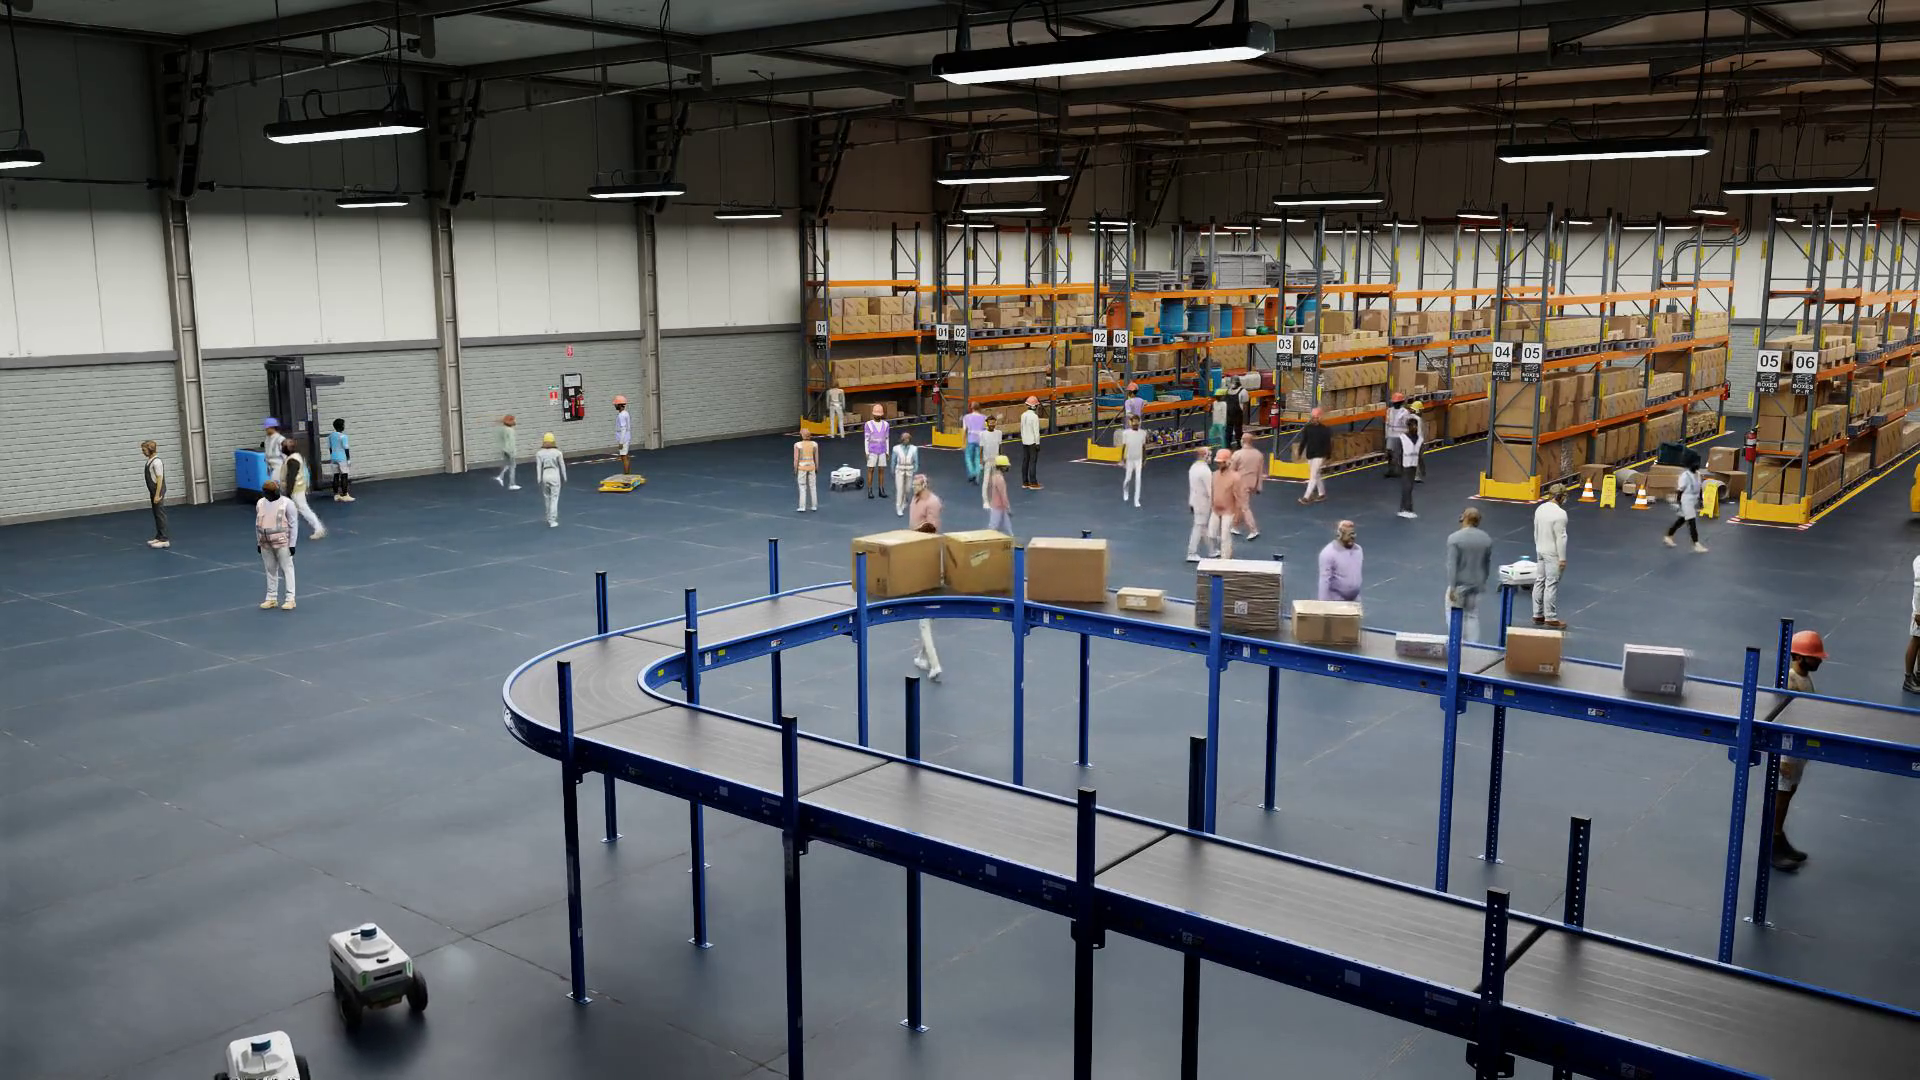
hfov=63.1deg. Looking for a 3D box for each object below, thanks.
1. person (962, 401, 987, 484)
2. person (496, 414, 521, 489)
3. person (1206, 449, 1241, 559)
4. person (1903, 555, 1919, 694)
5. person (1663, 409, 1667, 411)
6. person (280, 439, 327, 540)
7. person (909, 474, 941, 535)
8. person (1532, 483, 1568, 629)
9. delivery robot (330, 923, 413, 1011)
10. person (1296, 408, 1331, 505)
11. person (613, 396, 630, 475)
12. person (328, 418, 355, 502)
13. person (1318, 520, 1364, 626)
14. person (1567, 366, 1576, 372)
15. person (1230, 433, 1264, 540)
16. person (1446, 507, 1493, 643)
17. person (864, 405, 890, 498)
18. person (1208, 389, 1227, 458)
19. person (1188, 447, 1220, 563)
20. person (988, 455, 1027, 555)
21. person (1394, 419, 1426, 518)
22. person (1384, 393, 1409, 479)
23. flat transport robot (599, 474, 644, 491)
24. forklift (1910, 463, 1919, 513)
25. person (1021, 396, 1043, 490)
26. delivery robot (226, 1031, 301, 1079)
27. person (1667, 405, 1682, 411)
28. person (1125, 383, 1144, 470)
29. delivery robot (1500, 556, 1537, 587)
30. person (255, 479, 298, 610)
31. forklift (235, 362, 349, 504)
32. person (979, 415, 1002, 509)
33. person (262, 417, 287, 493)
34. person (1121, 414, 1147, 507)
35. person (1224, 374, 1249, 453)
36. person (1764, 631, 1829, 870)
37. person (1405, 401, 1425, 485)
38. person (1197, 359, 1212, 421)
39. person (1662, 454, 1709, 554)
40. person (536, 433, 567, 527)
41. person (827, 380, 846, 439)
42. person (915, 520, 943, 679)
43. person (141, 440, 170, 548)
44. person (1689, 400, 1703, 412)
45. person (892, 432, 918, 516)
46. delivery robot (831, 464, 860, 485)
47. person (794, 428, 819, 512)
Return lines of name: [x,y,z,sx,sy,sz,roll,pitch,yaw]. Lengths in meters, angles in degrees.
person: [0.319,-2.139,34.348,0.610,1.824,0.465,-3,10,-16]
person: [-9.675,-1.888,33.528,0.404,1.624,0.515,-8,13,-40]
person: [4.128,-0.447,24.416,0.466,1.982,0.617,-8,13,-39]
person: [11.002,0.772,17.698,0.543,1.926,0.384,-5,11,-27]
person: [20.385,-4.214,45.433,0.615,2.040,0.391,4,11,24]
person: [-11.609,-0.880,27.361,0.949,1.801,0.635,-5,11,-25]
person: [-0.462,-0.021,22.341,0.930,1.871,0.637,-8,13,-38]
person: [7.890,0.203,20.879,0.370,1.934,0.627,-2,10,-11]
delivery robot: [-3.861,2.756,10.245,0.477,0.478,0.707,-8,13,-38]
person: [7.161,-1.701,31.604,1.045,1.944,0.615,-8,13,-36]
person: [-7.443,-2.205,34.423,0.362,1.935,0.553,-1,10,-4]
person: [-12.610,-1.628,31.847,0.540,1.697,0.317,5,11,28]
person: [4.450,0.672,18.413,0.648,1.875,0.855,-5,11,-27]
person: [18.186,-4.304,46.534,0.595,1.836,0.994,6,12,29]
person: [5.044,-0.954,27.594,0.643,1.865,0.971,-6,12,-29]
person: [6.177,0.556,18.990,0.649,1.896,0.533,-3,10,-15]
person: [-1.704,-1.835,32.366,0.542,1.928,0.374,-4,11,-23]
person: [6.335,-2.863,38.632,0.621,1.742,0.554,-6,12,-30]
person: [4.039,-0.577,25.448,0.670,1.891,0.654,-1,10,-8]
person: [0.736,-0.510,25.487,0.890,1.727,0.532,0,10,0]
person: [8.626,-1.349,29.711,0.621,1.893,0.789,-5,11,-27]
person: [9.820,-2.352,35.284,0.568,1.927,0.398,10,14,43]
flat transport robot: [-7.316,-1.248,33.844,0.652,0.197,1.431,0,10,2]
forklift: [19.034,-1.348,28.998,2.313,2.155,1.214,8,13,37]
person: [1.537,-2.098,33.657,0.376,1.995,0.608,-6,12,-31]
delivery robot: [-3.901,3.019,8.766,0.477,0.478,0.707,-5,11,-28]
person: [20.934,-4.190,45.948,0.760,1.809,0.652,4,11,20]
person: [4.054,-2.677,36.776,0.387,2.045,0.605,10,14,44]
delivery robot: [8.329,0.480,23.056,0.707,0.478,0.477,-3,10,-17]
person: [-9.606,0.060,21.962,0.621,1.838,0.429,2,10,12]
forklift: [-13.803,-2.244,32.110,1.129,2.768,1.873,8,13,37]
person: [0.625,-1.546,30.942,0.517,1.865,0.327,-4,11,-22]
person: [-13.105,-1.434,30.151,0.614,1.913,0.893,8,13,39]
person: [3.491,-1.622,31.410,0.515,1.853,0.682,-1,10,-5]
person: [6.932,-3.171,39.690,0.688,2.000,0.536,9,14,42]
person: [6.718,1.675,12.588,0.373,1.935,0.551,10,14,44]
person: [10.001,-2.143,34.371,0.404,1.830,0.596,-2,10,-9]
person: [7.555,-4.638,48.169,0.874,1.911,0.625,-10,14,-44]
person: [12.298,-0.645,26.456,0.542,1.652,0.896,-7,12,-36]
person: [-7.566,-1.128,29.009,0.495,1.727,0.609,1,10,4]
person: [-3.420,-3.601,43.145,0.529,1.634,0.324,2,10,10]
person: [-0.389,0.690,18.445,0.523,1.829,0.937,-5,11,-25]
person: [-13.769,-0.795,26.763,0.346,1.840,0.505,-7,12,-36]
person: [21.768,-4.264,46.170,0.753,1.878,0.645,7,12,36]
person: [-1.079,-1.308,30.296,0.514,1.614,0.638,-2,10,-11]
delivery robot: [-2.454,-1.389,33.574,0.477,0.478,0.707,6,12,31]
person: [-3.003,-1.365,30.541,0.523,1.636,0.310,-5,11,-28]
